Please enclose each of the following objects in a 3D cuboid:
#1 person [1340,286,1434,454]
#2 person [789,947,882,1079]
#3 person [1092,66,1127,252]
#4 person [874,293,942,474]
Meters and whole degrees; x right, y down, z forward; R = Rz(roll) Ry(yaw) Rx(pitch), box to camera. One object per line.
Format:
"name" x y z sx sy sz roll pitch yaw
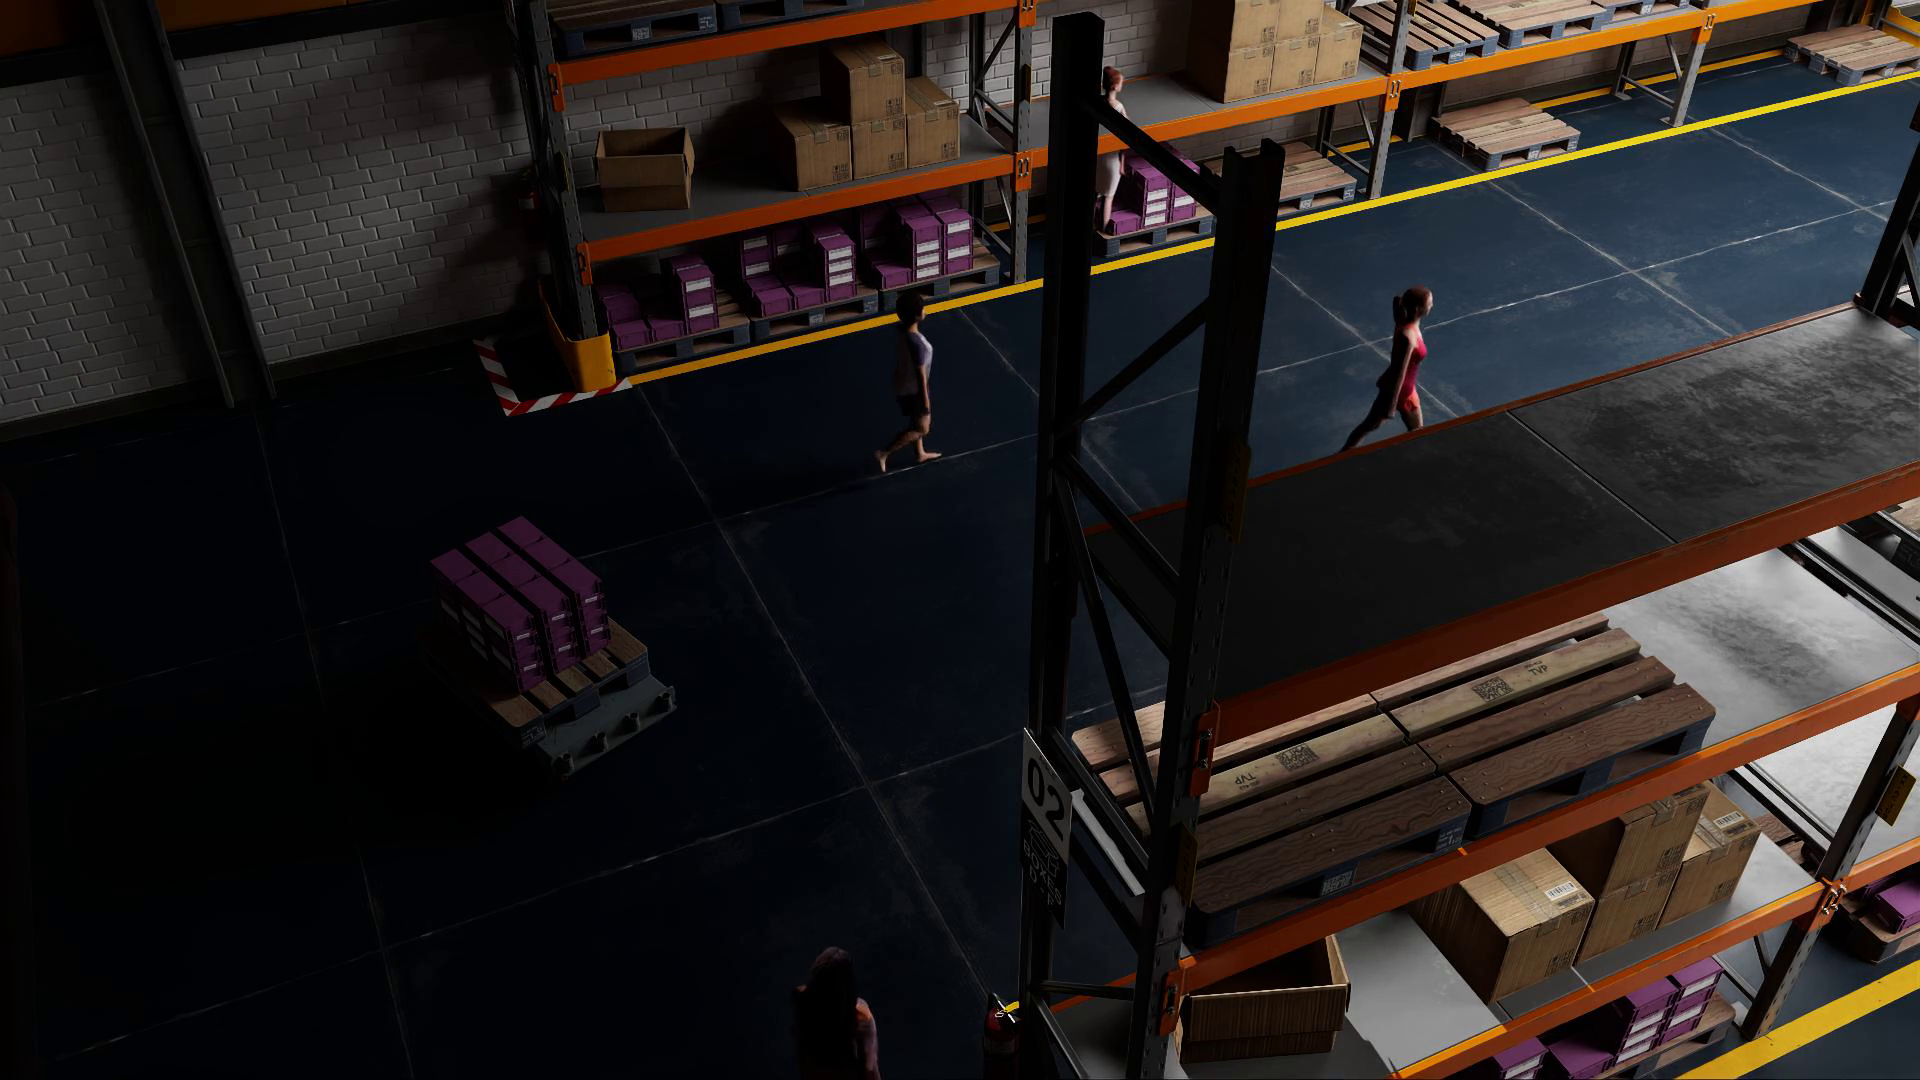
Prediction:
"person" 3.200 -1.112 12.476 1.228 1.701 0.917 0 39 0
"person" -0.610 2.611 7.770 1.092 1.757 1.153 13 40 16
"person" 1.343 -3.538 15.438 0.564 1.795 0.601 -28 46 -30
"person" -0.419 -1.162 12.660 0.823 1.551 0.590 -14 41 -17
